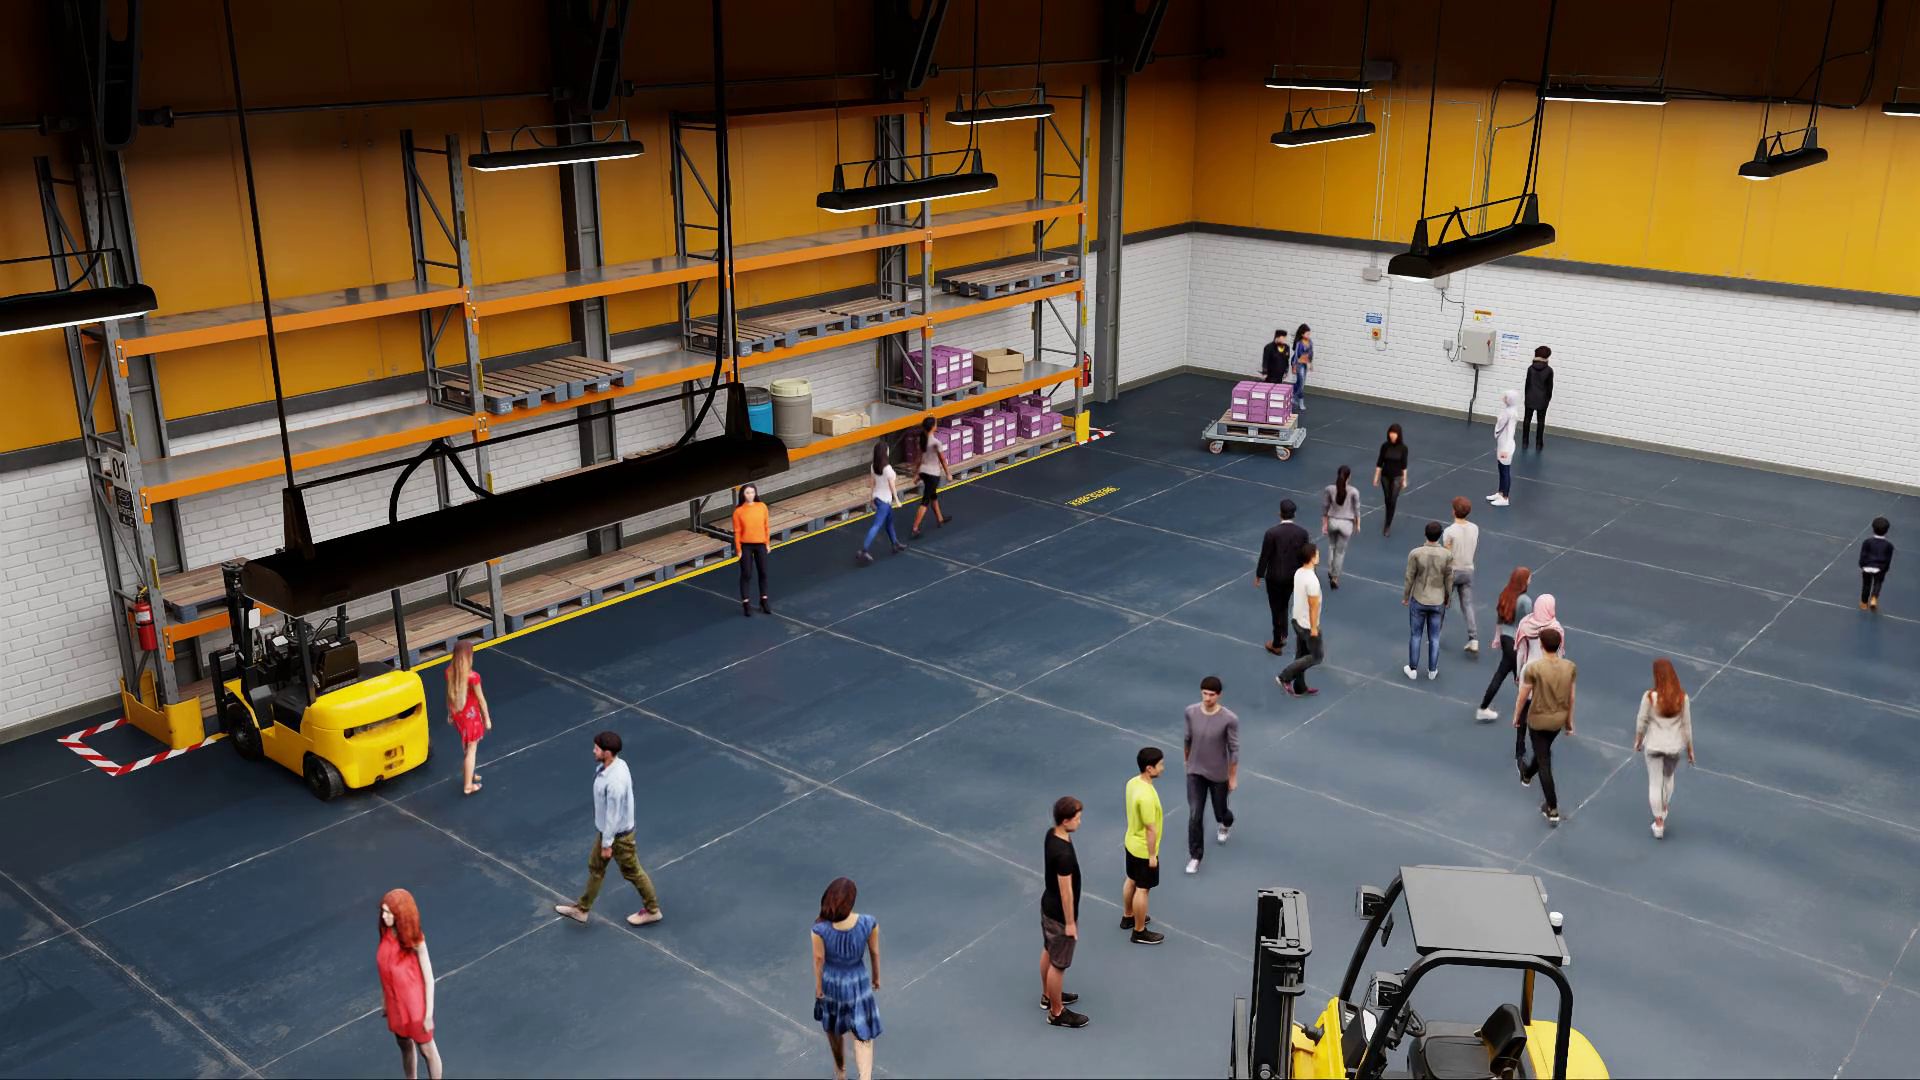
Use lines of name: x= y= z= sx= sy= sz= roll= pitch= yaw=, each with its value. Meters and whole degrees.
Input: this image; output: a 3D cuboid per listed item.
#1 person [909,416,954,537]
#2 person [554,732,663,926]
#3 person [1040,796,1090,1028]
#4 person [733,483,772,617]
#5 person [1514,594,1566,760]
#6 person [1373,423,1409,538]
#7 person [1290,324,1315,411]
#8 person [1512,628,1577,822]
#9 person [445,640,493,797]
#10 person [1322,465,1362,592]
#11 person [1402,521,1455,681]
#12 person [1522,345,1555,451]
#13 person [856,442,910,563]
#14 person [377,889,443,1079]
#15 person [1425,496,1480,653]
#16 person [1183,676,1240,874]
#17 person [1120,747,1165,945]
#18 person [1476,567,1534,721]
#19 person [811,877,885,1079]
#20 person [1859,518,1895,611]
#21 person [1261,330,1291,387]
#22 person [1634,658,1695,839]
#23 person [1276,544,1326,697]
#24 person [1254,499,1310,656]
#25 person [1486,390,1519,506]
person: x=-0.500 y=-0.876 z=23.820 sx=1.162 sy=1.702 sz=0.701 roll=-16 pitch=25 yaw=-40
person: x=-2.770 y=2.436 z=13.867 sx=1.239 sy=1.777 sz=1.100 roll=-5 pitch=19 yaw=-13
person: x=0.754 y=2.798 z=12.665 sx=0.815 sy=1.858 sz=0.769 roll=-3 pitch=19 yaw=-8
person: x=-2.613 y=0.093 z=20.876 sx=0.625 sy=1.744 sz=0.757 roll=-10 pitch=21 yaw=-26
person: x=5.883 y=1.396 z=16.913 sx=0.634 sy=1.804 sz=0.600 roll=13 pitch=23 yaw=34
person: x=6.260 y=-0.903 z=24.062 sx=0.748 sy=1.599 sz=1.129 roll=10 pitch=21 yaw=26
person: x=6.339 y=-3.233 z=30.974 sx=0.760 sy=1.603 sz=0.770 roll=-16 pitch=25 yaw=-40
person: x=5.587 y=1.784 z=15.773 sx=1.235 sy=1.796 sz=1.271 roll=-2 pitch=19 yaw=-5
person: x=-4.861 y=1.759 z=16.186 sx=0.653 sy=1.580 sz=0.688 roll=9 pitch=21 yaw=25
person: x=4.930 y=-0.130 z=21.671 sx=0.678 sy=1.658 sz=0.774 roll=11 pitch=22 yaw=30
person: x=5.313 y=0.689 z=18.917 sx=0.788 sy=1.864 sz=0.799 roll=1 pitch=19 yaw=4
person: x=9.829 y=-2.428 z=28.316 sx=0.664 sy=1.774 sz=0.648 roll=9 pitch=21 yaw=25
person: x=-1.124 y=-0.474 z=22.714 sx=1.206 sy=1.645 sz=0.862 roll=-11 pitch=22 yaw=-30
person: x=-3.792 y=3.212 z=11.484 sx=0.622 sy=1.827 sz=0.550 roll=12 pitch=22 yaw=31
person: x=5.940 y=0.448 z=19.646 sx=1.250 sy=1.856 sz=1.212 roll=-4 pitch=19 yaw=-13
person: x=2.264 y=2.045 z=14.951 sx=0.844 sy=1.827 sz=1.109 roll=9 pitch=21 yaw=24
person: x=1.508 y=2.505 z=13.774 sx=0.719 sy=1.707 sz=0.698 roll=-4 pitch=19 yaw=-13
person: x=5.838 y=1.164 z=17.786 sx=1.203 sy=1.686 sz=0.973 roll=-6 pitch=20 yaw=-18
person: x=-0.780 y=3.208 z=11.567 sx=1.105 sy=1.782 sz=1.124 roll=-3 pitch=19 yaw=-9
person: x=11.570 y=0.325 z=21.014 sx=0.568 sy=1.216 sz=0.606 roll=8 pitch=20 yaw=23
person: x=5.702 y=-3.022 z=30.263 sx=0.823 sy=1.656 sz=0.896 roll=-6 pitch=20 yaw=-17
person: x=6.525 y=1.970 z=15.417 sx=0.879 sy=1.670 sz=0.981 roll=5 pitch=19 yaw=15
person: x=3.744 y=0.915 z=18.351 sx=0.945 sy=1.798 sz=0.878 roll=-4 pitch=19 yaw=-11
person: x=3.840 y=0.470 z=19.568 sx=0.779 sy=1.864 sz=0.893 roll=-7 pitch=20 yaw=-19
person: x=8.311 y=-1.407 z=25.282 sx=0.755 sy=1.775 sz=0.650 roll=2 pitch=19 yaw=6
